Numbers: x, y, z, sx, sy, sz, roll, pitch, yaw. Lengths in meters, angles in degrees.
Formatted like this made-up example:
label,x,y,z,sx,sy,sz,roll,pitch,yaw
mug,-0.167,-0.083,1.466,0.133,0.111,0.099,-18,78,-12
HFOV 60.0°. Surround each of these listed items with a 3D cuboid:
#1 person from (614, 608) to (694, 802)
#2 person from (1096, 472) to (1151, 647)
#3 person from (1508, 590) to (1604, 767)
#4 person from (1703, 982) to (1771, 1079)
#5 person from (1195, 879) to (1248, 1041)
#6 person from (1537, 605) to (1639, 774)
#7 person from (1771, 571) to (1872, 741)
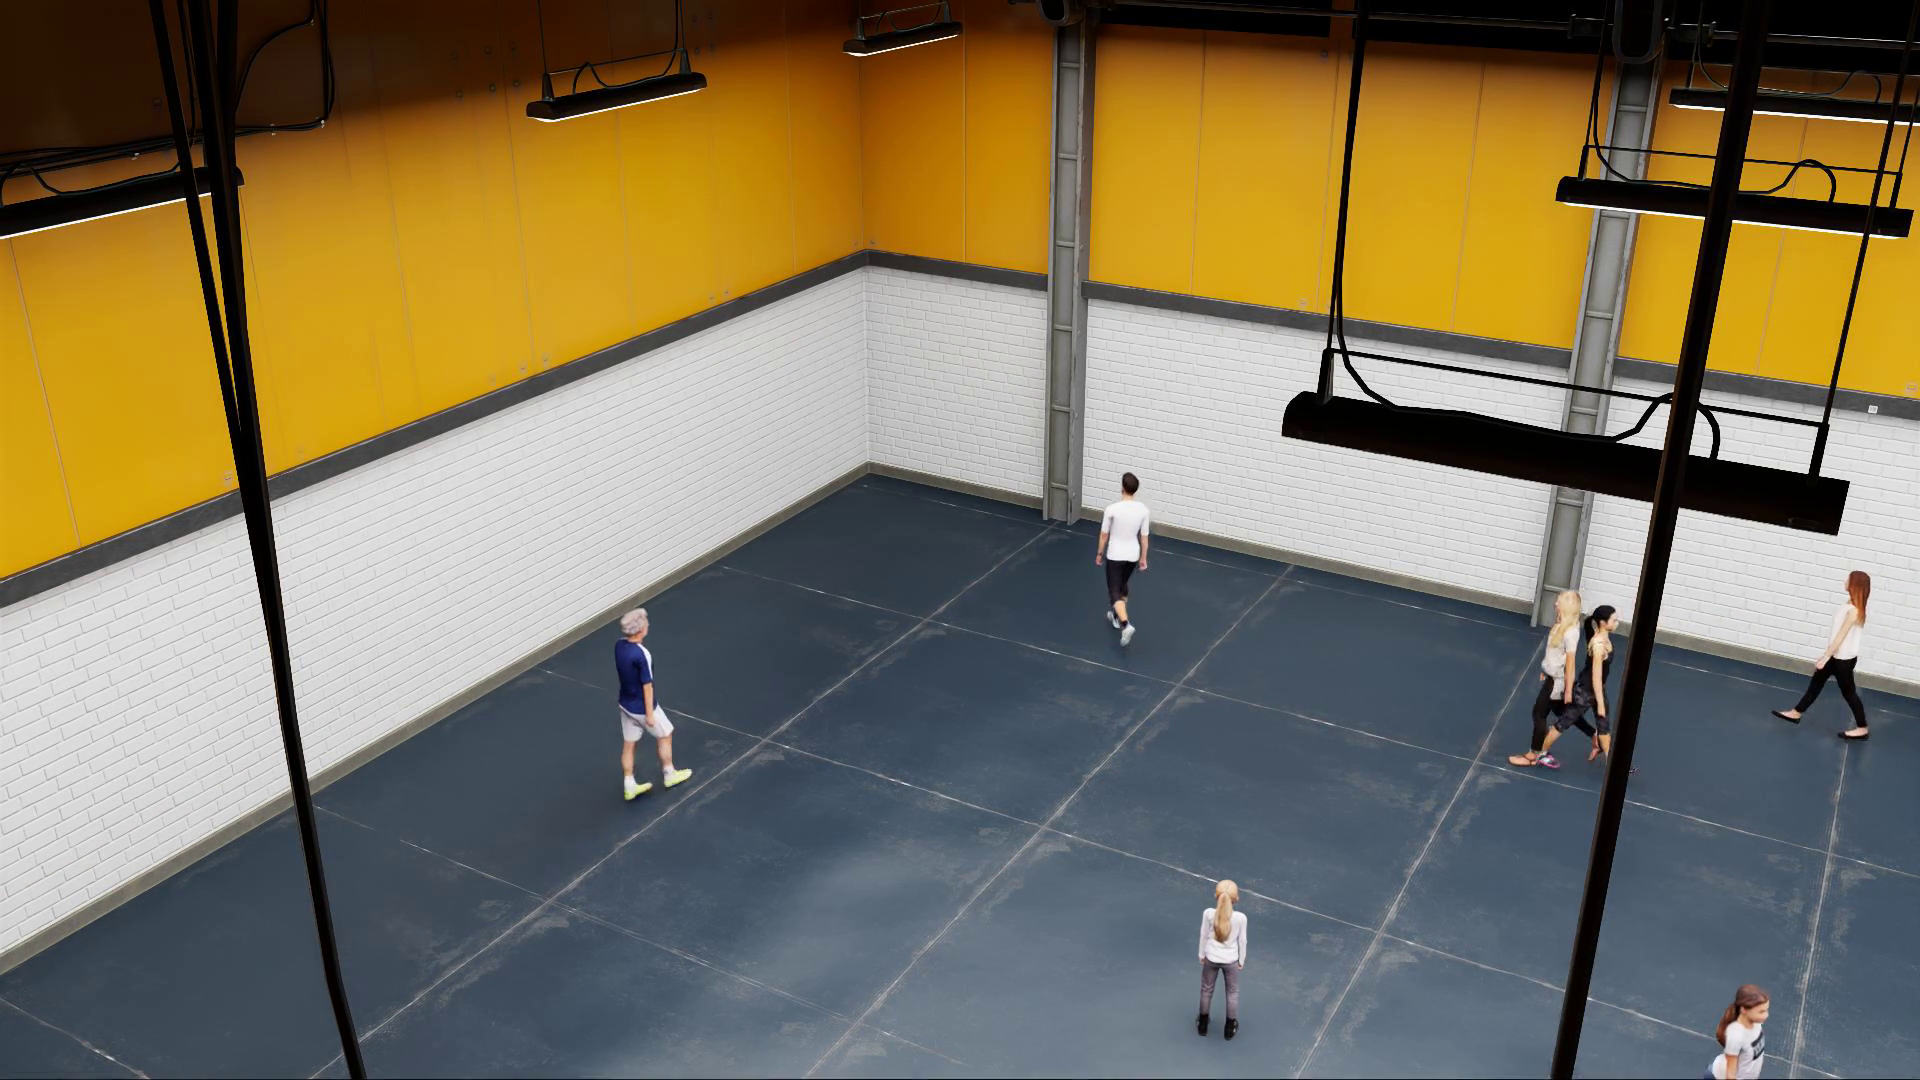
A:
label,x,y,z,sx,sy,sz,roll,pitch,yaw
person,-2.897,1.485,14.655,0.882,1.818,0.834,20,31,38
person,1.739,0.212,17.559,1.147,1.824,1.205,-6,24,-13
person,5.548,1.291,15.123,1.163,1.798,0.798,5,24,12
person,4.834,3.422,10.562,0.631,1.547,0.697,-21,31,-39
person,1.868,2.992,11.884,0.484,1.275,0.590,6,24,14
person,5.597,1.370,15.087,1.126,1.682,0.605,12,26,25
person,8.388,1.130,15.639,1.092,1.679,0.644,10,26,22
